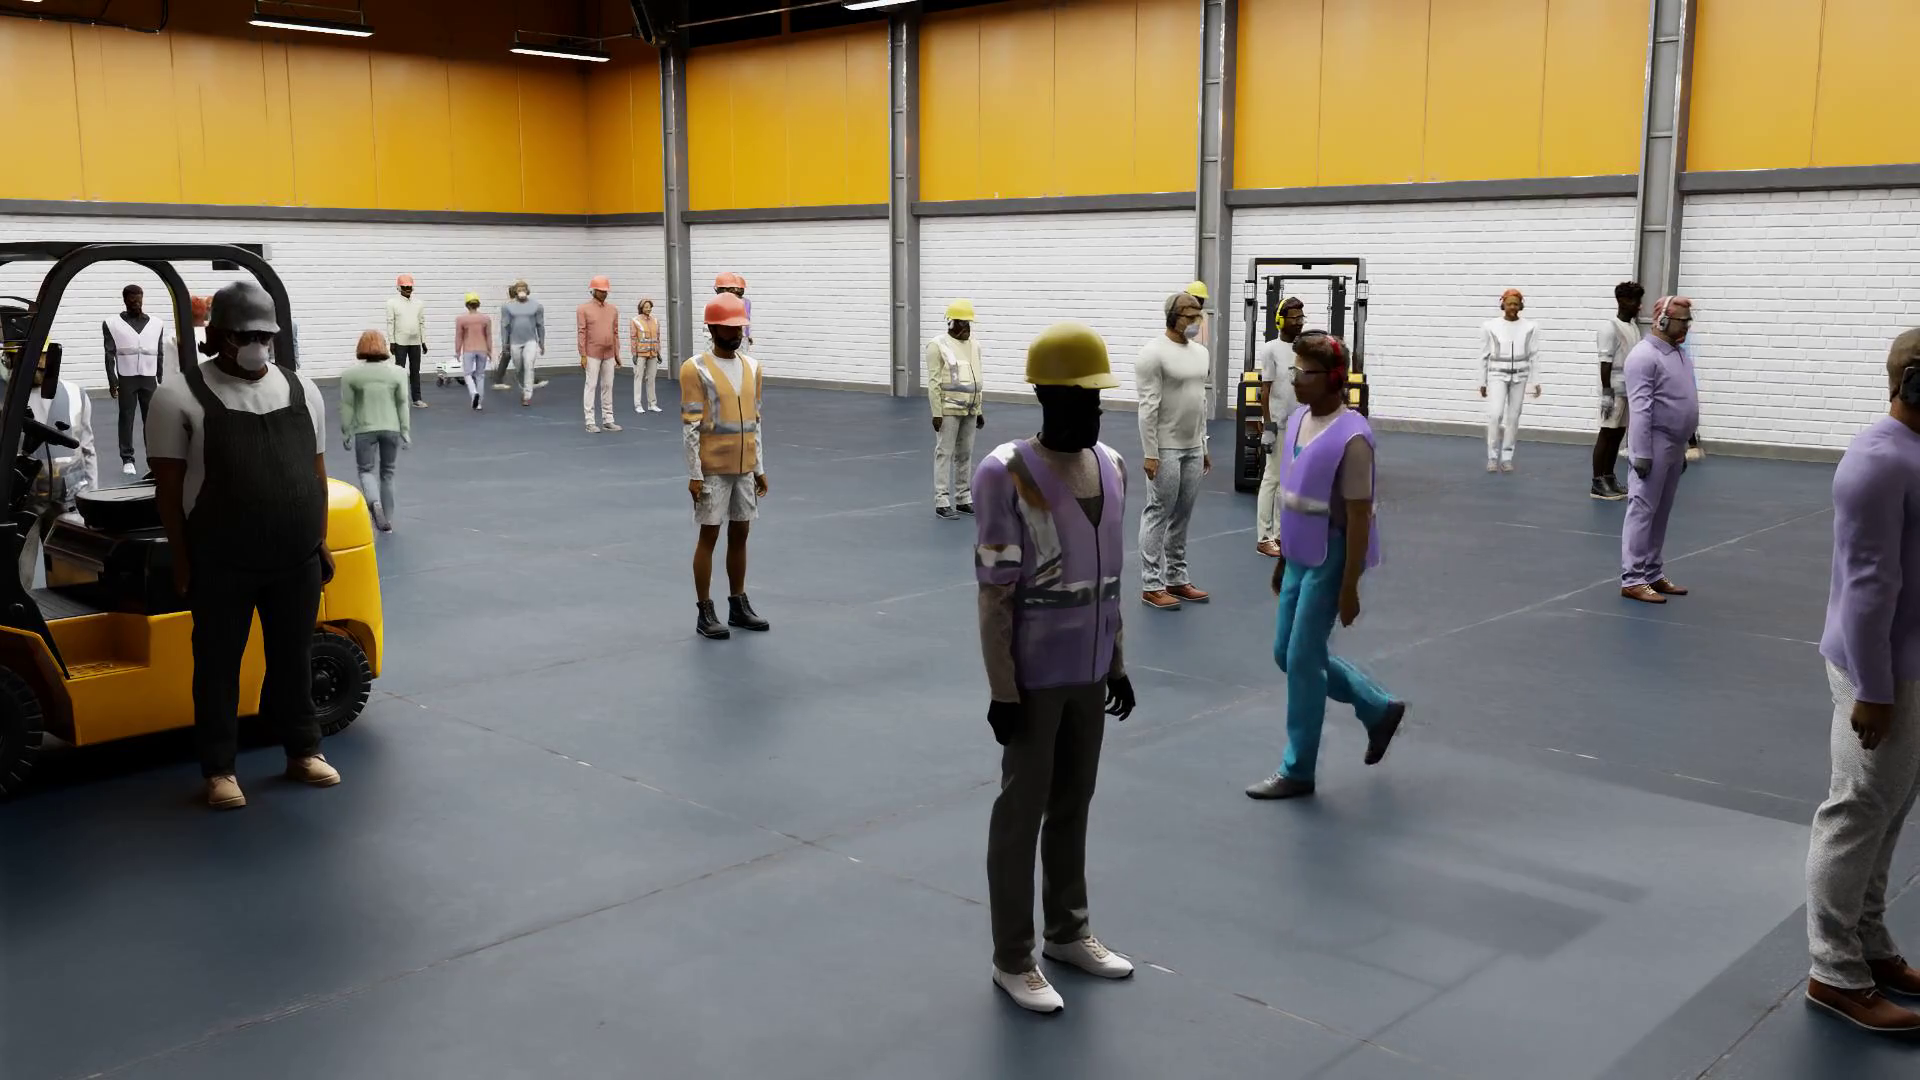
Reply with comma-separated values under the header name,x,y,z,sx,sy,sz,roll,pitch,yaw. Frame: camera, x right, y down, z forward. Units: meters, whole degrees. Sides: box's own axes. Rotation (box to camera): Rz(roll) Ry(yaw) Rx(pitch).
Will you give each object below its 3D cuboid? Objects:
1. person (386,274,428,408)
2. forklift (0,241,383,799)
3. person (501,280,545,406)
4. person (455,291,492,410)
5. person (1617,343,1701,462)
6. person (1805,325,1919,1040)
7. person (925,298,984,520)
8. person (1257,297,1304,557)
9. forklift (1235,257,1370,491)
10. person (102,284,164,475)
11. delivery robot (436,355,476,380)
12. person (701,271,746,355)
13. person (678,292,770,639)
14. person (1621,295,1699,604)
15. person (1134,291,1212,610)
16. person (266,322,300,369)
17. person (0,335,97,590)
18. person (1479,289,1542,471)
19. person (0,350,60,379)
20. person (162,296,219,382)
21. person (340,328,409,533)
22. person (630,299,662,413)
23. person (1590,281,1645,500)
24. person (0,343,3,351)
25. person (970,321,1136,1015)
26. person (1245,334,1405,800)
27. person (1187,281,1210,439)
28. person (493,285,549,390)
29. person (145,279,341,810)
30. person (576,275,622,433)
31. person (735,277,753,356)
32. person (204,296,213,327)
name,x,y,z,sx,sy,sz,roll,pitch,yaw
person,-8.213,-2.947,24.722,0.375,1.995,0.610,9,13,43
forklift,-3.706,-0.171,7.093,1.214,2.155,2.313,9,13,43
person,-6.671,-3.018,25.431,0.643,1.917,0.906,-2,9,-10
person,-7.062,-2.743,24.221,0.529,1.750,0.588,-5,11,-28
person,7.590,-1.659,17.880,0.888,1.646,0.545,8,12,39
person,2.581,0.367,4.578,0.372,1.939,0.631,9,13,43
person,-0.016,-1.089,13.836,0.404,1.830,0.588,9,13,43
person,2.354,-0.814,12.027,0.328,1.872,0.509,9,13,43
forklift,3.309,-1.629,16.029,1.214,2.155,2.313,2,9,11
person,-8.359,-1.632,16.896,0.391,1.918,0.593,9,13,43
delivery robot,-8.863,-3.027,29.326,0.477,0.478,0.707,9,13,43
person,-2.703,-2.095,19.348,0.371,2.044,0.608,9,13,43
person,-1.311,-0.420,9.401,0.354,1.939,0.544,9,13,43
person,4.400,-0.571,10.428,0.410,1.907,0.642,9,13,43
person,1.326,-0.551,10.209,0.372,1.939,0.631,9,13,43
person,-9.345,-2.472,22.915,0.289,1.633,0.498,9,13,43
person,-4.611,-0.193,8.330,0.404,1.833,0.588,9,13,43
person,5.608,-1.610,16.915,0.590,1.867,0.625,1,9,7
person,-8.158,-1.121,14.610,0.307,1.641,0.512,9,13,43
person,-6.685,-1.226,14.668,0.591,1.848,0.970,-7,12,-38
person,-4.511,-0.823,12.874,0.508,1.617,0.582,-4,10,-25
person,-4.537,-2.655,24.020,0.307,1.641,0.512,9,13,43
person,5.953,-1.343,15.008,0.377,1.960,0.638,9,13,43
person,-10.474,-1.822,18.009,0.359,1.936,0.544,9,13,43
person,0.286,0.348,4.726,0.363,1.928,0.587,9,13,43
person,1.457,0.103,6.534,0.654,1.827,0.585,-2,9,-12
person,2.818,-2.159,20.101,0.368,1.926,0.587,9,13,43
person,-7.600,-3.466,28.522,0.958,1.793,0.529,-5,11,-30
person,-2.733,0.004,6.485,0.538,2.000,0.683,9,13,43
person,-4.571,-2.359,21.121,0.380,1.993,0.610,9,13,43
person,-3.742,-3.492,28.239,0.354,1.939,0.544,9,13,43
person,-11.916,-3.074,26.602,0.285,1.633,0.498,9,13,43
